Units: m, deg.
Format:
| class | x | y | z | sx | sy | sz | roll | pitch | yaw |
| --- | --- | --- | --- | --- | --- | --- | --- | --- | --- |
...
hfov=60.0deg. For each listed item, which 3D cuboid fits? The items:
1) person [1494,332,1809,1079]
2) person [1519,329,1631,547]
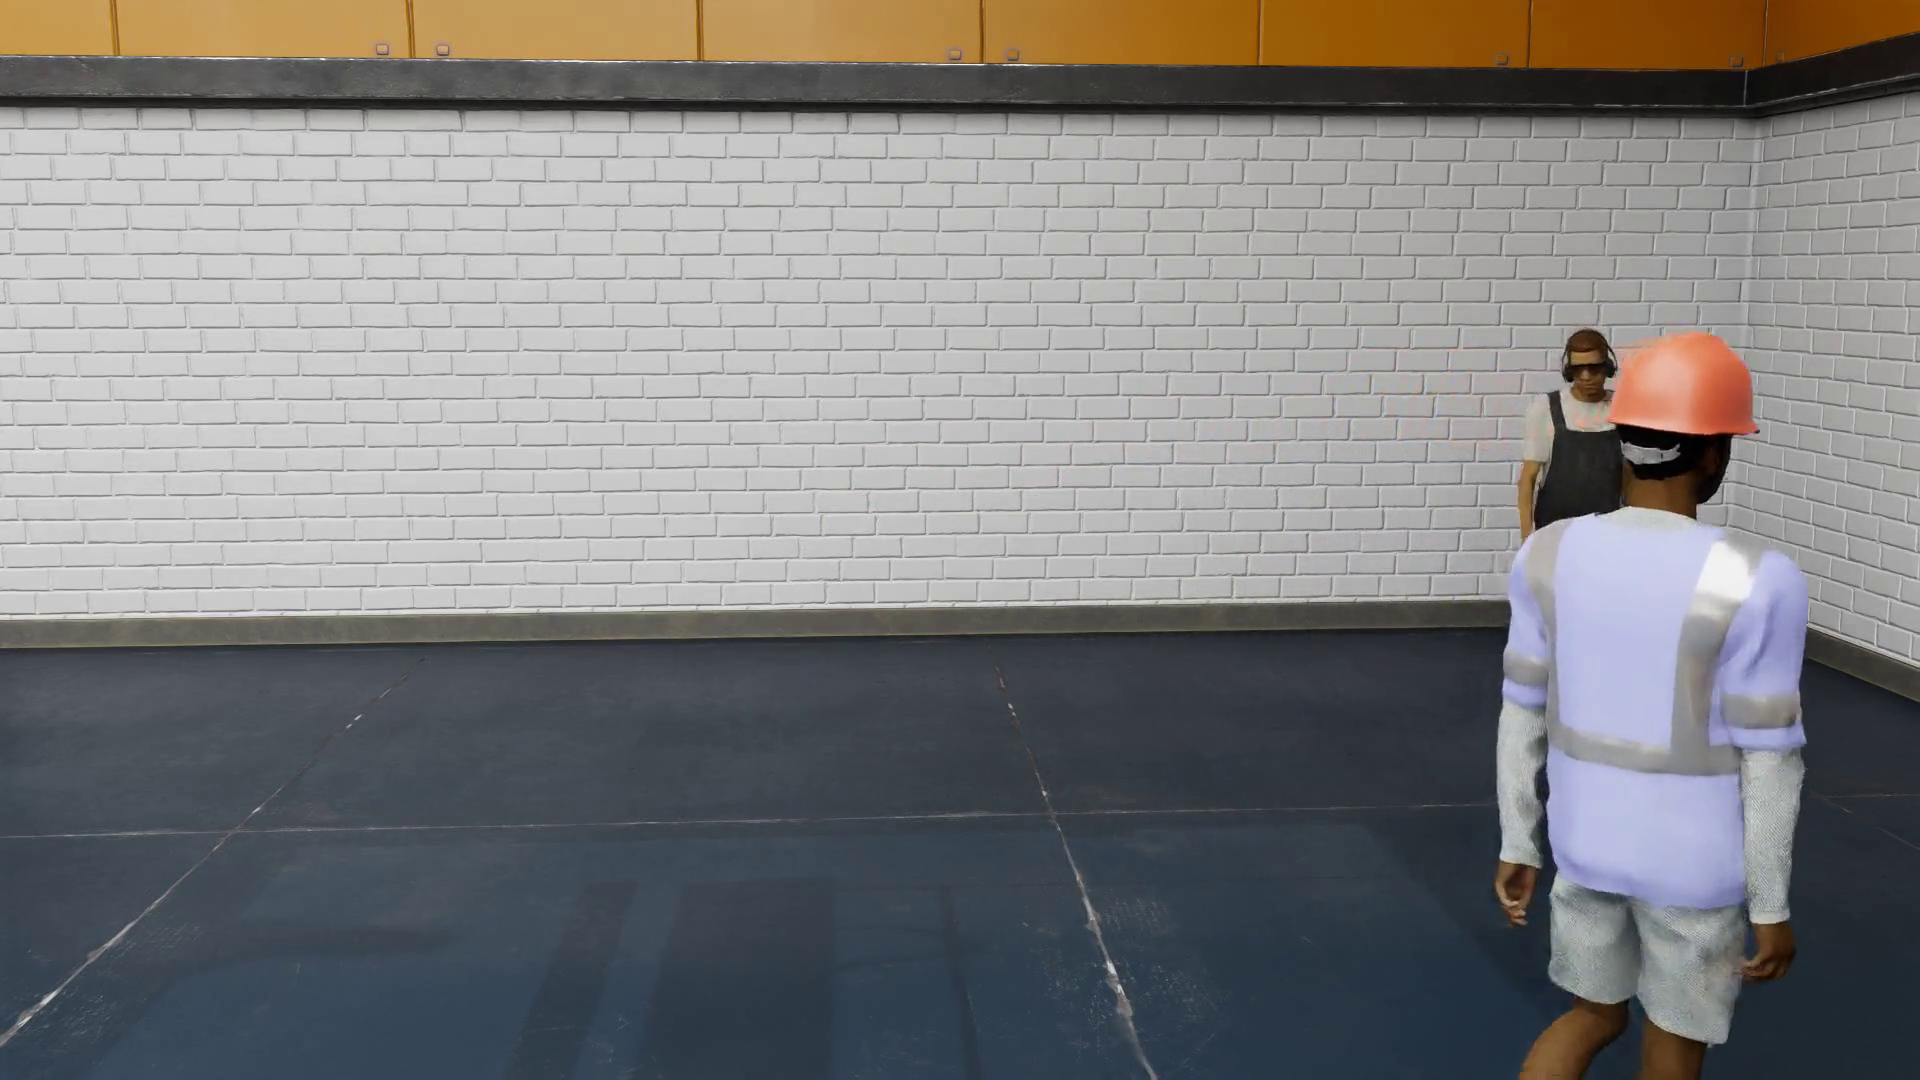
| class | x | y | z | sx | sy | sz | roll | pitch | yaw |
| --- | --- | --- | --- | --- | --- | --- | --- | --- | --- |
| person | 1.237 | 0.581 | 3.086 | 0.569 | 1.921 | 0.550 | -7 | 11 | -36 |
| person | 2.743 | -0.036 | 7.364 | 0.552 | 1.784 | 0.991 | 1 | 9 | 8 |
